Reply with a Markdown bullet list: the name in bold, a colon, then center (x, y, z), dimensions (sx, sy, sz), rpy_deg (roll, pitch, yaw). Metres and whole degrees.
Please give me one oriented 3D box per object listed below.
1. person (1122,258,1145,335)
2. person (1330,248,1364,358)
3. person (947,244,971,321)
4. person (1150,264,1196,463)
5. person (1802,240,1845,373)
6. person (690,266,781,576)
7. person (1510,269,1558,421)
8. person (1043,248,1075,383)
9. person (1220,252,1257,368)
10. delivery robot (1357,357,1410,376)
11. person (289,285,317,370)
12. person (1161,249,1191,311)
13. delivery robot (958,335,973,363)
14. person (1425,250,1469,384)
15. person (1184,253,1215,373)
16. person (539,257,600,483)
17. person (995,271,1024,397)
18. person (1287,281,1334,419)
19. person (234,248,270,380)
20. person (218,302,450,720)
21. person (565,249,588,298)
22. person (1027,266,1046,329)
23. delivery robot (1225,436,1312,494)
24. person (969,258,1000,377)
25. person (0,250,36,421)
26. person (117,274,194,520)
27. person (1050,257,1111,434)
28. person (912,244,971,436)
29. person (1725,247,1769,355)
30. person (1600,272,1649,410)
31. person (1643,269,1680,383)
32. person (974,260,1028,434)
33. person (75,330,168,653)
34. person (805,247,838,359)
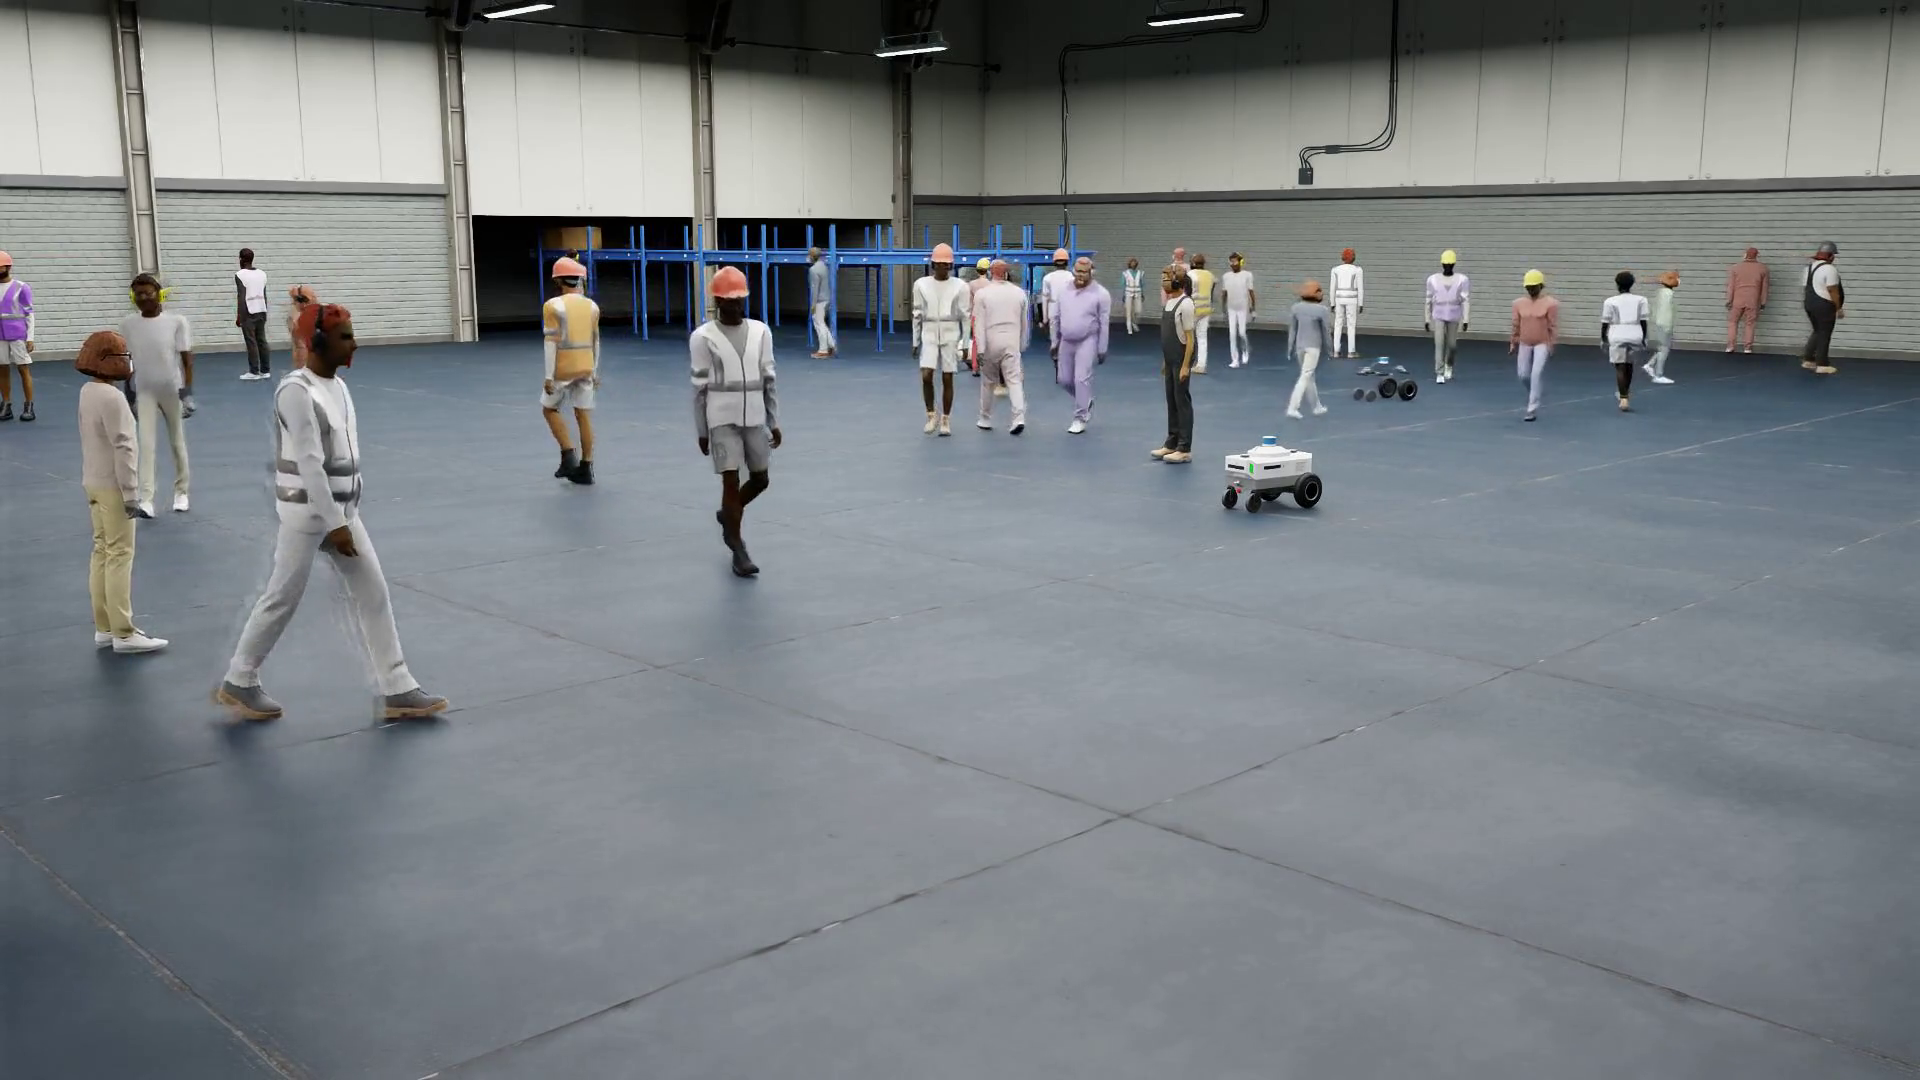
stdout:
- **person**: center (3.704, -5.214, 35.589), dimensions (0.514, 1.631, 0.355), rpy_deg (-1, 10, -7)
- **person**: center (6.717, -4.115, 28.894), dimensions (0.584, 1.883, 0.337), rpy_deg (6, 12, 32)
- **person**: center (-0.059, -5.713, 37.494), dimensions (0.613, 1.933, 0.492), rpy_deg (-10, 14, -42)
- **person**: center (2.027, -1.654, 15.593), dimensions (0.351, 1.842, 0.507), rpy_deg (-3, 11, -14)
- **person**: center (13.370, -3.590, 25.718), dimensions (0.539, 2.000, 0.705), rpy_deg (0, 10, 0)
- **person**: center (-1.437, -0.768, 10.534), dimensions (0.559, 1.922, 0.694), rpy_deg (-6, 12, -30)
- **person**: center (6.631, -2.257, 19.191), dimensions (0.530, 1.736, 0.617), rpy_deg (8, 13, 36)
- **person**: center (1.456, -3.212, 23.840), dimensions (0.578, 1.925, 0.401), rpy_deg (4, 11, 19)
- **person**: center (4.477, -3.691, 26.692), dimensions (0.587, 1.842, 0.486), rpy_deg (5, 12, 26)
- **delivery robot**: center (5.490, -2.254, 21.523), dimensions (0.698, 0.223, 0.335), rpy_deg (-4, 11, -23)
- **person**: center (-6.263, -1.637, 16.051), dimensions (0.308, 1.640, 0.511), rpy_deg (0, 10, -2)
- **person**: center (3.874, -4.229, 29.593), dimensions (0.654, 1.859, 0.949), rpy_deg (0, 10, 1)
- **delivery robot**: center (0.115, -2.999, 26.295), dimensions (0.707, 0.478, 0.477), rpy_deg (-6, 12, -28)
- **person**: center (7.042, -3.242, 24.080), dimensions (0.597, 1.909, 0.754), rpy_deg (2, 11, 13)
- **person**: center (3.563, -3.501, 25.700), dimensions (0.659, 1.823, 0.712), rpy_deg (-7, 13, -35)
- **person**: center (-3.341, -1.450, 14.259), dimensions (0.442, 1.918, 0.588), rpy_deg (9, 14, 42)
- **person**: center (0.571, -2.726, 21.867), dimensions (0.392, 1.688, 0.536), rpy_deg (1, 10, 3)
- **person**: center (4.068, -2.213, 19.332), dimensions (0.872, 1.586, 0.519), rpy_deg (-10, 14, -42)
- **person**: center (-10.459, -3.342, 24.582), dimensions (0.379, 1.917, 0.597), rpy_deg (3, 11, 16)
- **person**: center (-2.814, -0.113, 7.238), dimensions (1.012, 1.838, 0.581), rpy_deg (1, 10, 7)
- **person**: center (-7.108, -4.430, 30.669), dimensions (0.519, 1.865, 0.331), rpy_deg (-5, 12, -27)
- **person**: center (1.700, -5.642, 37.732), dimensions (0.539, 1.696, 0.317), rpy_deg (-6, 12, -29)
- **delivery robot**: center (2.420, -0.570, 13.053), dimensions (0.707, 0.478, 0.477), rpy_deg (-7, 13, -34)
- **person**: center (0.362, -3.339, 24.976), dimensions (0.524, 1.772, 0.300), rpy_deg (6, 12, 29)
- **person**: center (-10.893, -2.337, 19.050), dimensions (0.547, 1.938, 0.379), rpy_deg (-1, 10, -3)
- **person**: center (-6.048, -1.080, 12.525), dimensions (0.526, 1.821, 0.958), rpy_deg (-3, 11, -15)
- **person**: center (1.317, -2.113, 17.973), dimensions (0.656, 1.881, 0.589), rpy_deg (6, 12, 31)
- **person**: center (-0.212, -2.088, 17.474), dimensions (0.639, 2.014, 0.701), rpy_deg (1, 10, 5)
- **person**: center (14.045, -4.268, 29.698), dimensions (0.662, 1.899, 0.397), rpy_deg (4, 11, 20)
- **person**: center (8.104, -2.448, 20.403), dimensions (0.542, 1.650, 0.853), rpy_deg (0, 10, 3)
- **person**: center (10.138, -3.064, 23.865), dimensions (0.383, 1.625, 0.516), rpy_deg (3, 11, 14)
- **person**: center (0.460, -2.083, 17.911), dimensions (0.654, 1.859, 0.991), rpy_deg (-4, 11, -19)
- **person**: center (-4.320, -0.250, 8.502), dimensions (0.277, 1.632, 0.502), rpy_deg (-10, 14, -43)
- **person**: center (-2.408, -4.086, 28.680), dimensions (0.484, 1.913, 0.675), rpy_deg (1, 10, 7)
